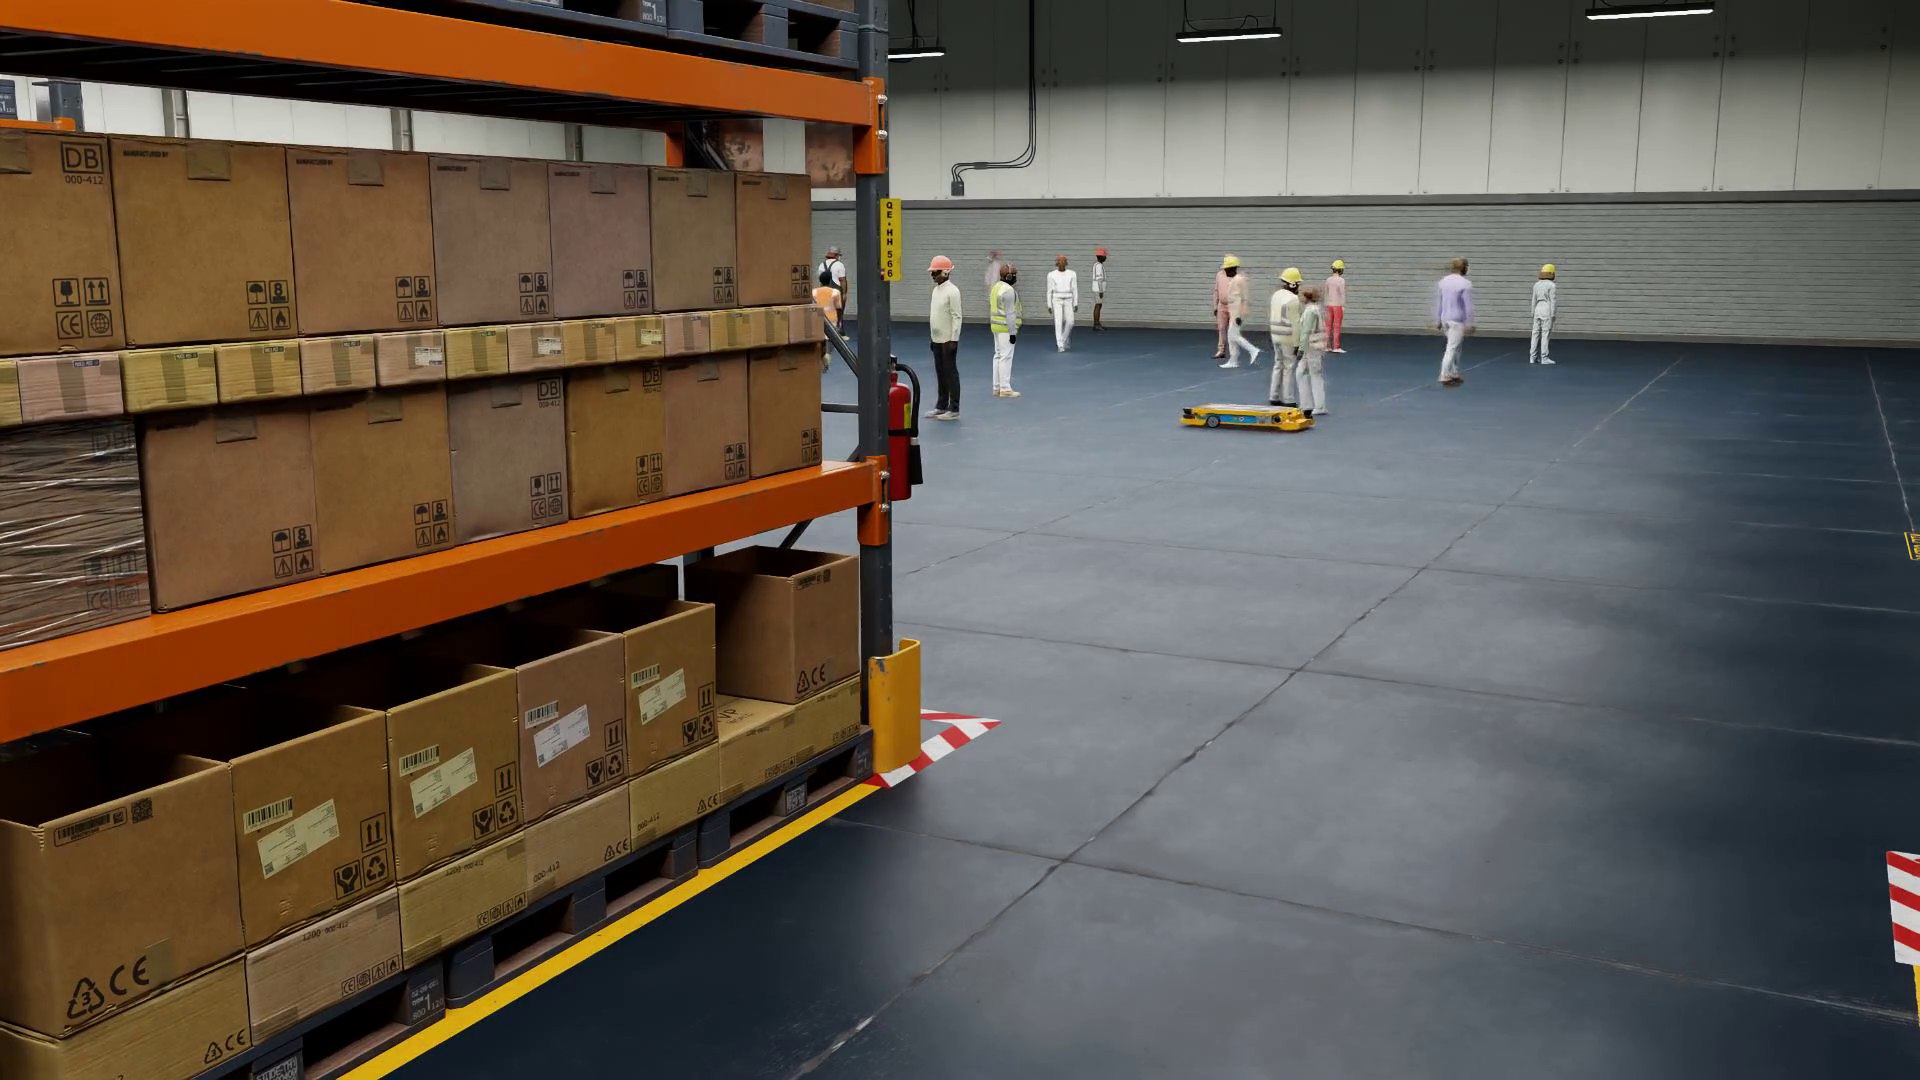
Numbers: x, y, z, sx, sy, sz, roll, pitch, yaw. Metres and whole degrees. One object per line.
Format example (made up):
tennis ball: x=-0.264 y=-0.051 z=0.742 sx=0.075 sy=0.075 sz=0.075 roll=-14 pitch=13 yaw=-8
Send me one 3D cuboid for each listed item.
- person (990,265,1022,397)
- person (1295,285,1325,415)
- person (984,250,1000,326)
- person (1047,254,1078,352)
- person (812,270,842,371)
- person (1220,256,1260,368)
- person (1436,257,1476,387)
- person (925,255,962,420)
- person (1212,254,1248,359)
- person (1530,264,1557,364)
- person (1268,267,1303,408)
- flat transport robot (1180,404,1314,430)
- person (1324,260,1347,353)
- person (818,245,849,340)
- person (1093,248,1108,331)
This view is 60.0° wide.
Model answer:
person: x=0.643 y=-2.906 z=23.161 sx=0.429 sy=1.835 sz=0.630 roll=-3 pitch=11 yaw=-17
person: x=4.347 y=-2.369 z=20.770 sx=0.552 sy=1.615 sz=0.552 roll=3 pitch=11 yaw=16
person: x=0.817 y=-6.209 z=41.075 sx=0.474 sy=1.870 sz=0.725 roll=-3 pitch=11 yaw=-13
person: x=1.968 y=-4.545 z=31.969 sx=0.615 sy=1.876 sz=0.402 roll=-1 pitch=10 yaw=-7
person: x=-2.213 y=-3.588 z=27.313 sx=0.538 sy=1.679 sz=0.632 roll=1 pitch=10 yaw=7
person: x=4.702 y=-3.835 z=28.044 sx=0.641 sy=1.899 sz=0.628 roll=1 pitch=10 yaw=7
person: x=7.403 y=-3.214 z=24.595 sx=0.723 sy=1.914 sz=0.665 roll=-4 pitch=11 yaw=-23
person: x=-0.206 y=-2.458 z=20.272 sx=0.396 sy=1.993 sz=0.618 roll=-5 pitch=12 yaw=-27
person: x=4.886 y=-4.232 z=30.193 sx=0.651 sy=1.904 sz=0.402 roll=8 pitch=13 yaw=36
person: x=10.262 y=-3.966 z=29.185 sx=0.322 sy=1.741 sz=0.490 roll=-6 pitch=12 yaw=-28
person: x=4.211 y=-2.588 z=21.435 sx=0.403 sy=1.832 sz=0.617 roll=-4 pitch=11 yaw=-19
flat transport robot: x=3.371 y=-1.456 z=19.511 sx=1.431 sy=0.197 sz=0.652 roll=5 pitch=12 yaw=26
person: x=7.190 y=-4.455 z=31.788 sx=0.311 sy=1.768 sz=0.531 roll=-6 pitch=12 yaw=-29
person: x=-2.667 y=-5.296 z=35.622 sx=0.674 sy=2.000 sz=0.536 roll=7 pitch=13 yaw=35
person: x=3.303 y=-5.888 z=39.131 sx=0.360 sy=1.938 sz=0.546 roll=0 pitch=10 yaw=-2
